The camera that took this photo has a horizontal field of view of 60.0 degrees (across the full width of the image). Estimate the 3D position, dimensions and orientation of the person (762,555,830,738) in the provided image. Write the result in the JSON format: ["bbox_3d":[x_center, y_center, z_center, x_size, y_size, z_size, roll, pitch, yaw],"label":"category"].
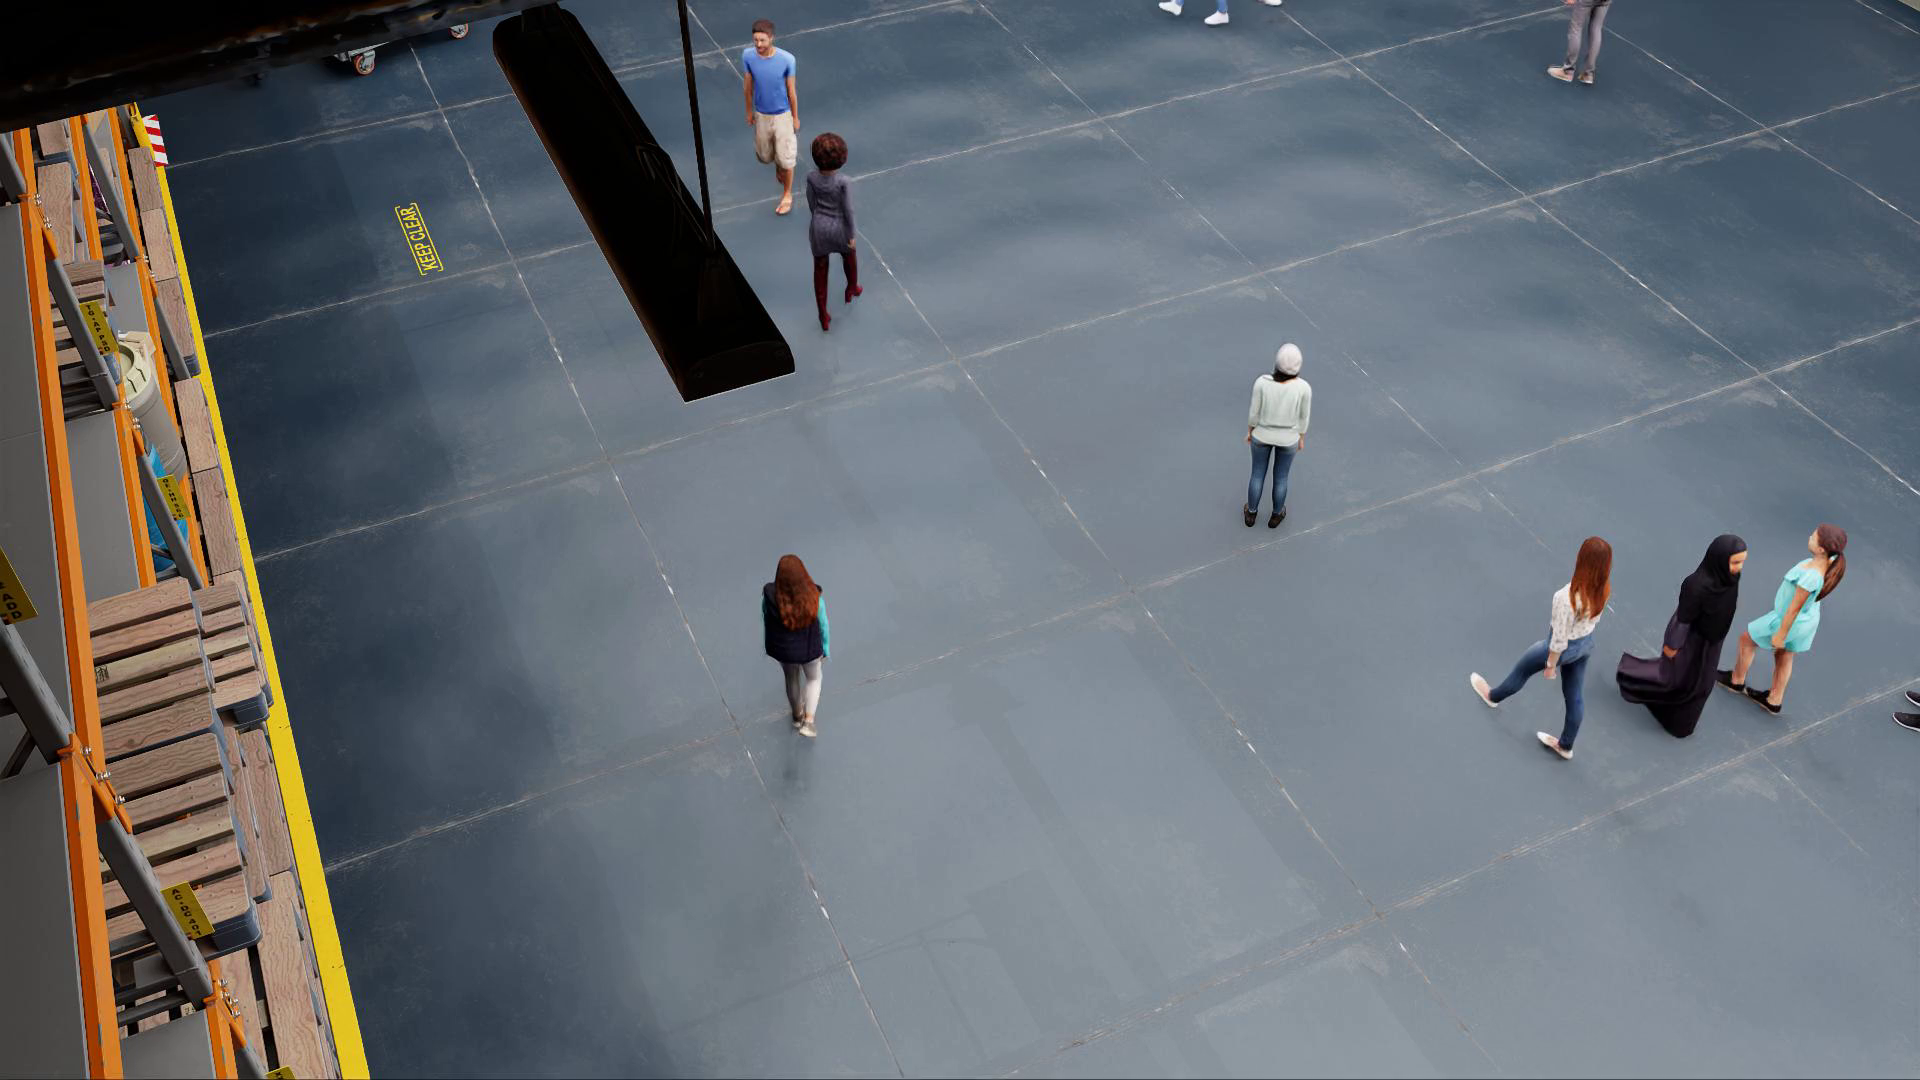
[{"bbox_3d":[-1.039,0.716,10.488,0.726,1.489,0.811,1,44,1],"label":"person"}]

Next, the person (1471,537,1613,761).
[{"bbox_3d":[3.841,0.723,10.334,0.633,1.692,1.047,-23,48,-22],"label":"person"}]

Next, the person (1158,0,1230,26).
[{"bbox_3d":[2.743,-6.263,17.729,1.048,1.606,1.073,5,44,5],"label":"person"}]

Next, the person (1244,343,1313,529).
[{"bbox_3d":[2.267,-0.755,11.922,0.649,1.640,0.683,8,44,9],"label":"person"}]

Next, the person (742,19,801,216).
[{"bbox_3d":[-1.663,-3.918,15.098,0.957,1.840,1.064,5,44,5],"label":"person"}]

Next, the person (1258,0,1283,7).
[{"bbox_3d":[3.470,-6.767,18.127,0.781,1.787,0.725,15,46,15],"label":"person"}]

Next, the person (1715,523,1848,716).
[{"bbox_3d":[5.379,0.551,10.622,0.655,1.542,0.783,-28,50,-26],"label":"person"}]

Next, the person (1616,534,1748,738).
[{"bbox_3d":[4.633,0.542,10.587,0.622,1.604,0.857,-21,48,-21],"label":"person"}]

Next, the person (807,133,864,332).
[{"bbox_3d":[-1.088,-2.483,13.707,0.934,1.681,1.004,9,44,9],"label":"person"}]

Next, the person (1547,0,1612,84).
[{"bbox_3d":[6.402,-5.559,16.721,0.709,1.977,0.698,-6,44,-6],"label":"person"}]
